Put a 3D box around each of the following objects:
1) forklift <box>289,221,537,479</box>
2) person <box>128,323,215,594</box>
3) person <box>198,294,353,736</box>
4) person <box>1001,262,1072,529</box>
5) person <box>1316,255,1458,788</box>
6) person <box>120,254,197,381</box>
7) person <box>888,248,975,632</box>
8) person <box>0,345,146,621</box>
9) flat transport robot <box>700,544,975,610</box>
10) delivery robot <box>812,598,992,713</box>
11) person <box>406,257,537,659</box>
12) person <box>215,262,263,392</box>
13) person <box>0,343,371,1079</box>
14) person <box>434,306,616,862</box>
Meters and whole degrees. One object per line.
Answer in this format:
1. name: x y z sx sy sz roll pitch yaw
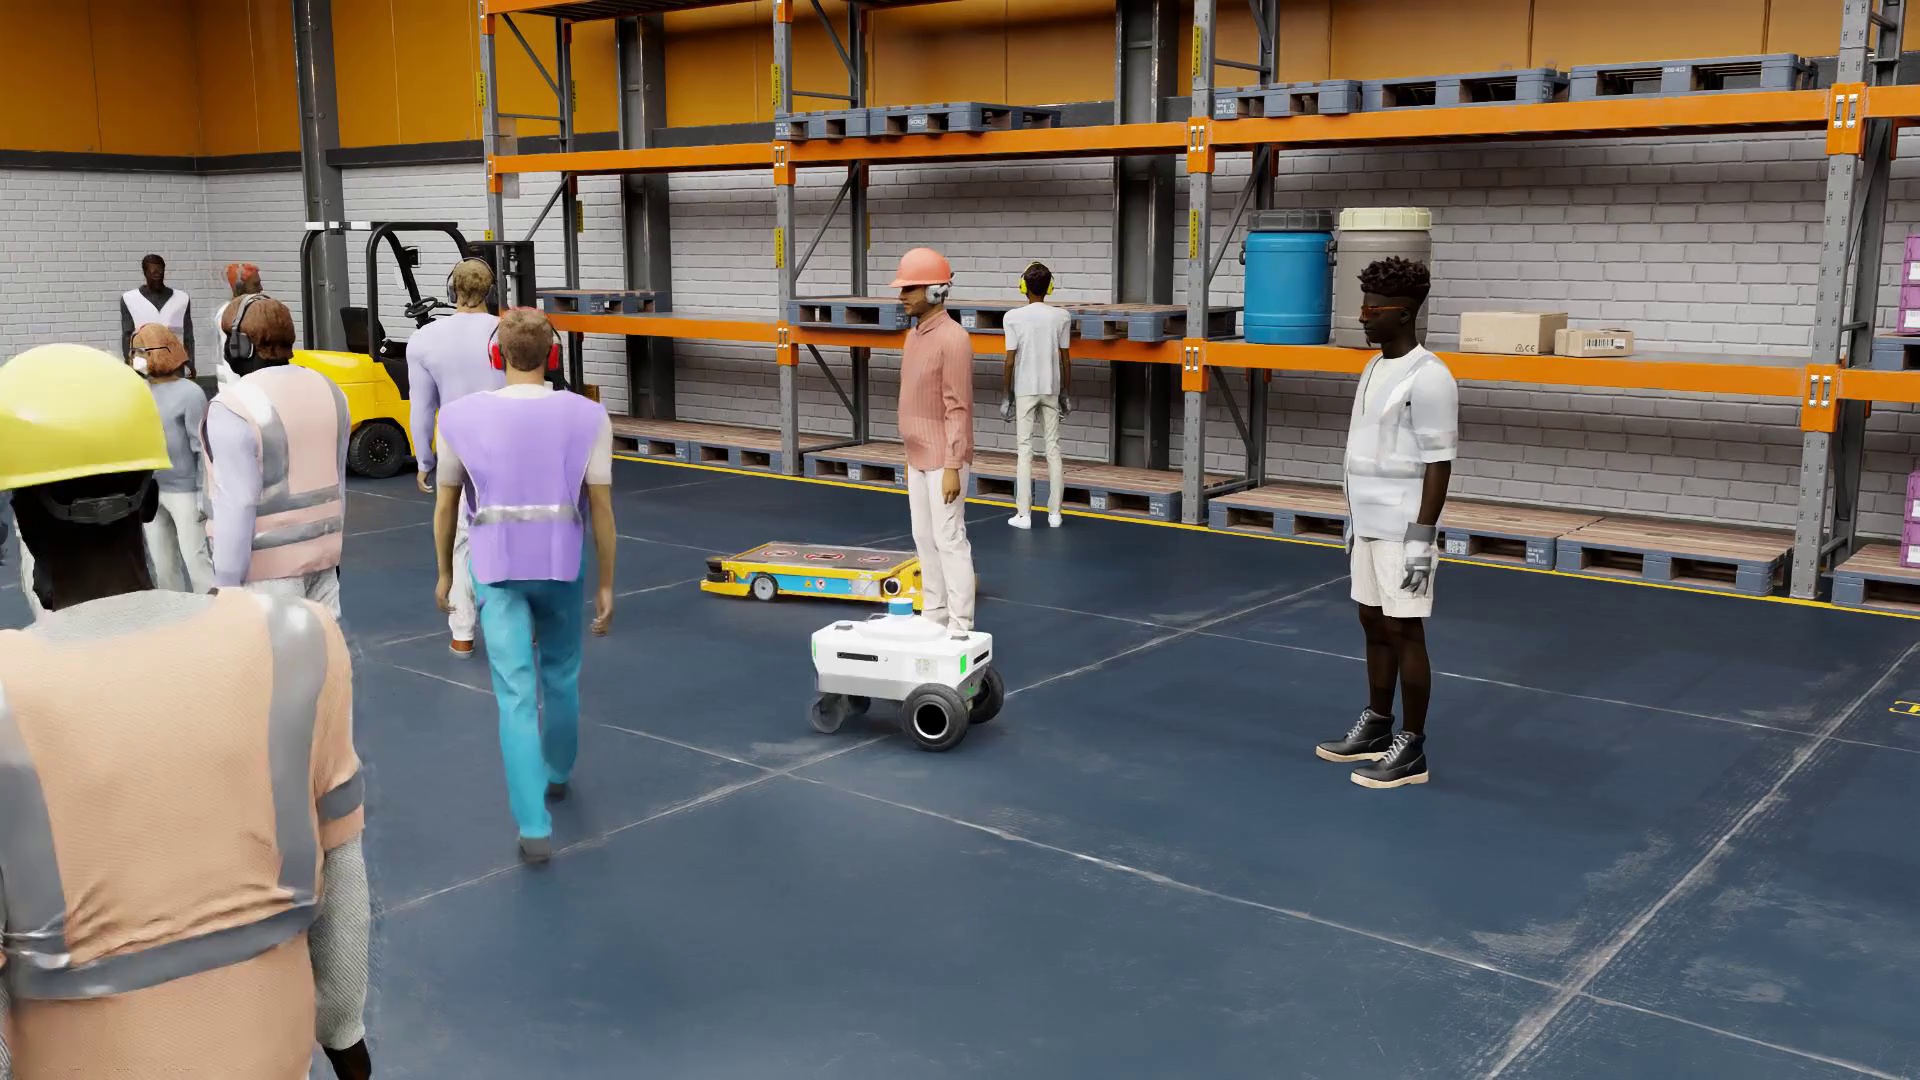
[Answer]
1. forklift: -4.922 -1.741 14.854 1.214 2.155 2.313 8 13 38
2. person: -3.790 -0.221 7.981 0.508 1.632 0.265 4 11 23
3. person: -2.345 0.087 5.697 0.430 1.845 0.619 3 11 16
4. person: 0.538 -1.010 11.705 0.508 1.872 0.329 -2 10 -12
5. person: 1.603 -0.067 6.204 0.361 1.964 0.614 -2 10 -10
6. person: -7.276 -1.641 15.116 0.595 1.902 0.668 -7 13 -35
7. person: -0.140 -0.396 7.982 0.408 1.985 0.618 -5 11 -24
8. person: -3.788 -0.031 7.049 0.575 1.588 0.890 -6 12 -30
9. flat transport robot: -0.693 0.189 9.486 1.431 0.197 0.652 4 11 19
10. delivery robot: -0.242 0.480 6.826 0.707 0.478 0.477 4 11 21
11. person: -2.323 -0.389 8.067 0.636 1.938 0.358 -3 11 -14
12. person: -5.243 -1.075 12.067 0.620 1.864 0.580 -1 10 -6
13. person: -1.012 0.699 2.159 0.596 1.901 0.794 -9 13 -40
14. person: -1.477 0.114 5.663 0.596 1.793 0.948 -3 11 -18
